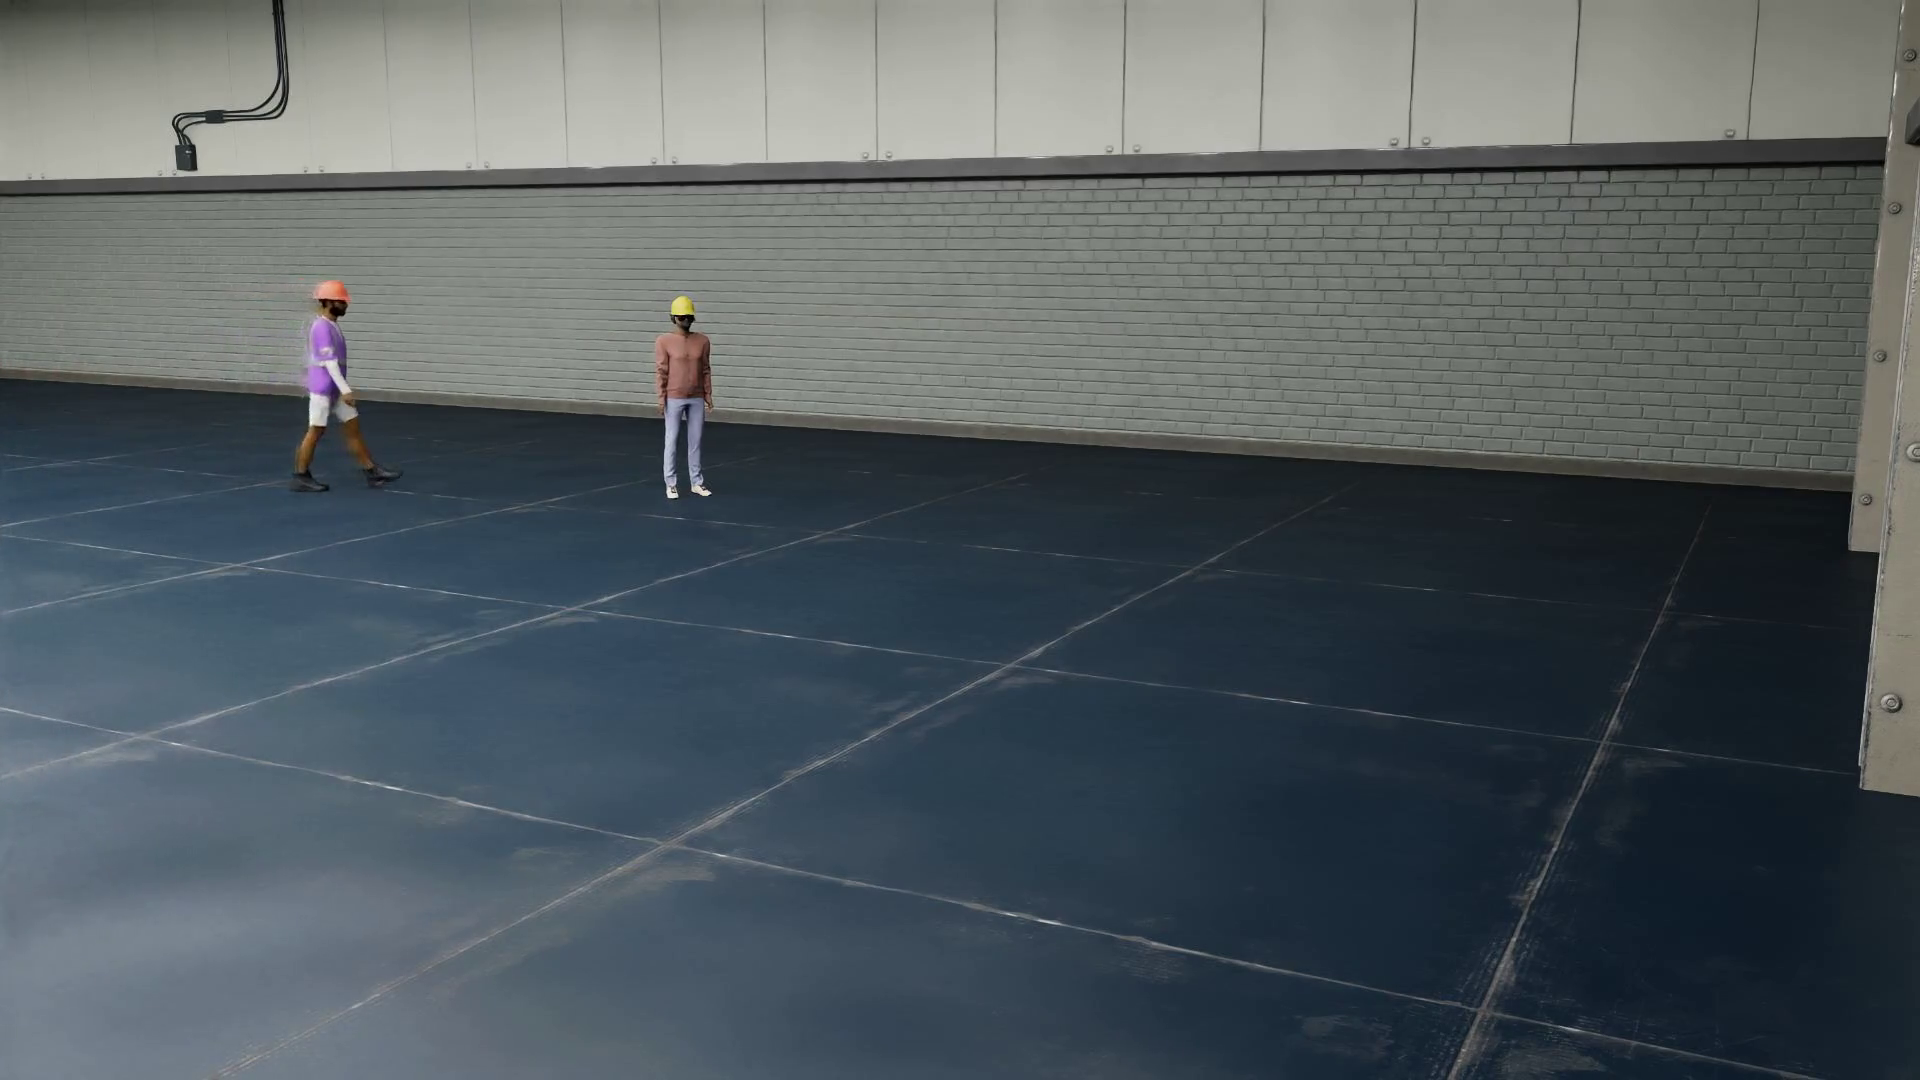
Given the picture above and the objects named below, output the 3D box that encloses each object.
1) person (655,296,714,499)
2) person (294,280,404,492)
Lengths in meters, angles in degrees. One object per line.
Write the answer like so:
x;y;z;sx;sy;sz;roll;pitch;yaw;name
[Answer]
-2.406;-1.243;14.575;0.533;1.768;0.310;-7;13;-34;person
-5.553;-1.362;14.873;0.966;1.888;0.562;-1;10;-4;person
